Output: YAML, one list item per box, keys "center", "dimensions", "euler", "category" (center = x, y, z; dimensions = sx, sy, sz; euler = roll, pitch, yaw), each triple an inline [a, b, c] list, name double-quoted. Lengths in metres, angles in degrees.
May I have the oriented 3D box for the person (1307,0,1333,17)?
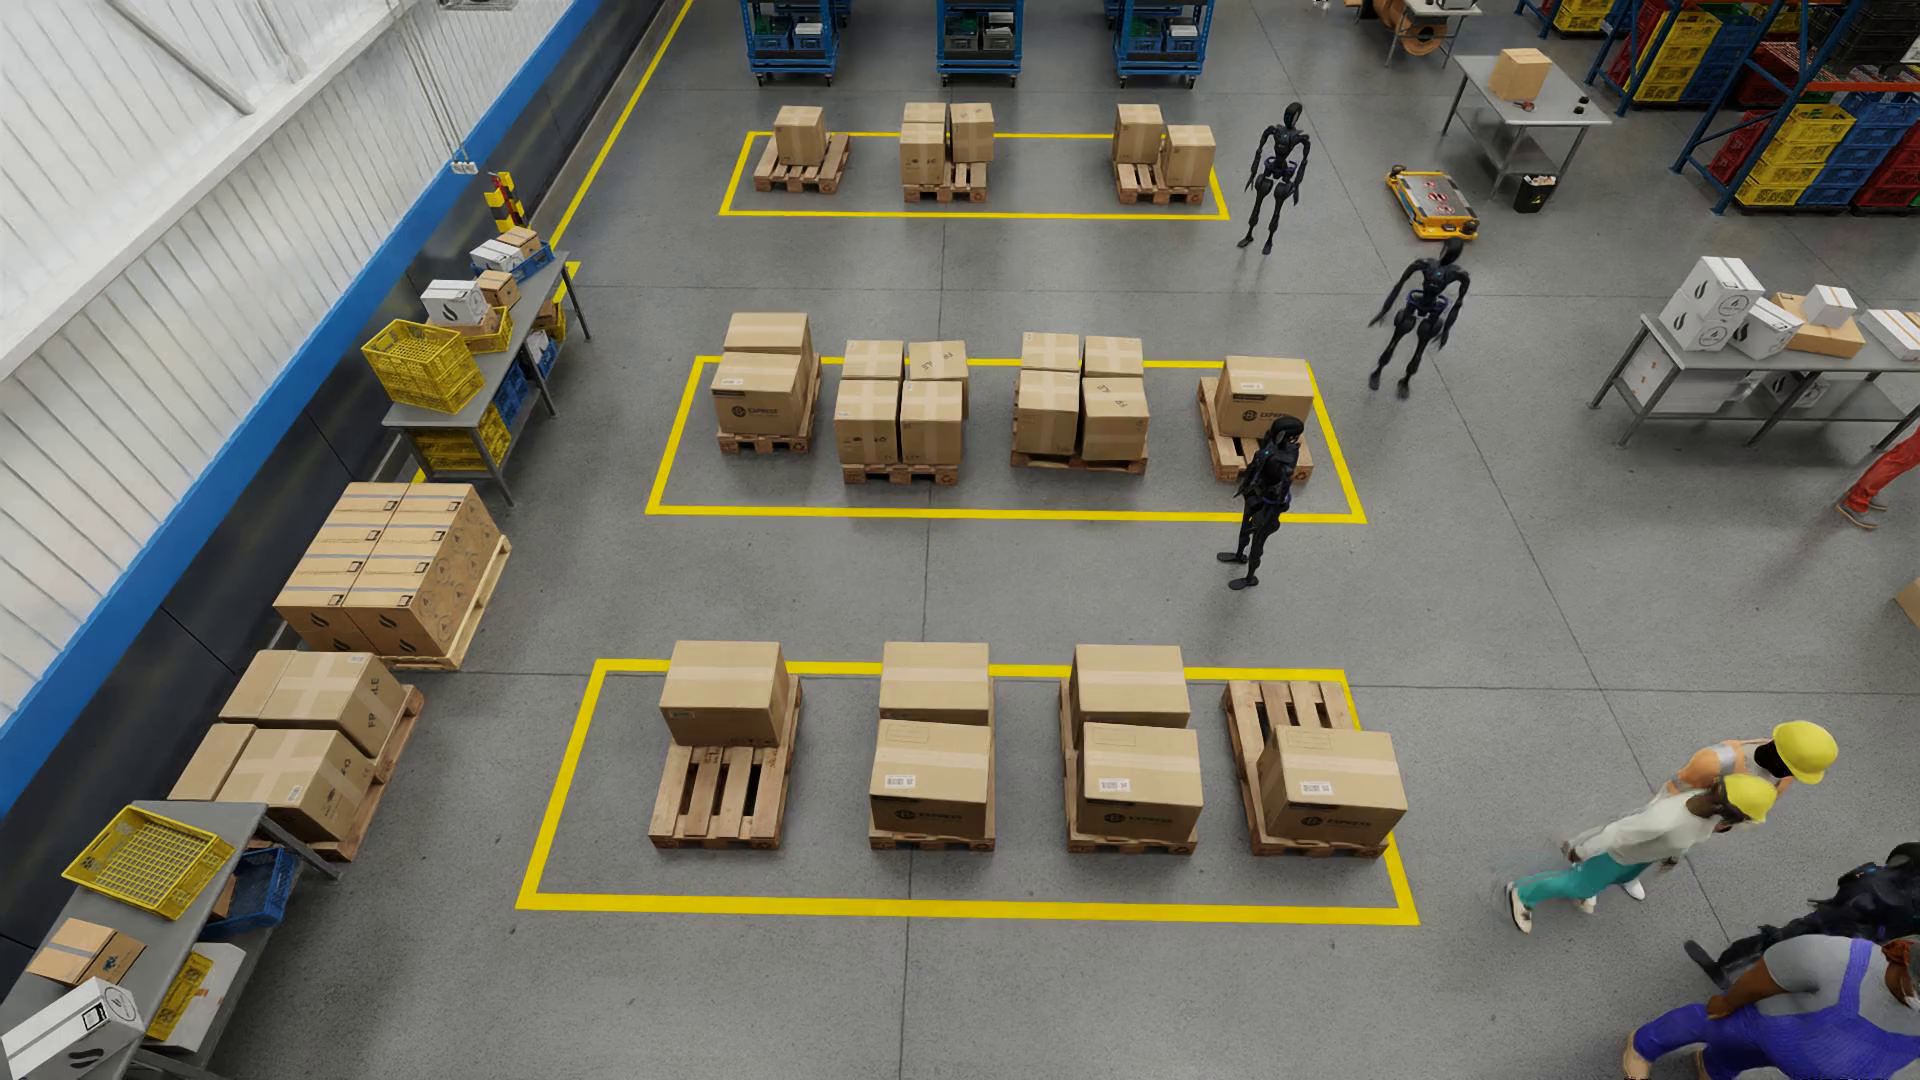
- center: [6.026, -9.301, 14.536]
  dimensions: [0.594, 1.849, 0.508]
  euler: [26, 54, 21]
  category: "person"

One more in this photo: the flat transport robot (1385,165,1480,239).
- center: [5.692, -4.094, 11.059]
  dimensions: [0.652, 0.197, 1.431]
  euler: [1, 49, 1]
  category: "flat transport robot"

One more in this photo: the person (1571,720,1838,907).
- center: [4.101, 1.532, 5.116]
  dimensions: [0.584, 1.920, 0.370]
  euler: [-4, 49, -3]
  category: "person"

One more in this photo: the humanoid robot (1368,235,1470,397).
- center: [4.134, -2.033, 8.354]
  dimensions: [0.704, 1.645, 0.381]
  euler: [23, 53, 18]
  category: "humanoid robot"

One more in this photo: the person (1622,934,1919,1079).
- center: [3.989, 2.337, 4.340]
  dimensions: [0.682, 2.000, 0.536]
  euler: [16, 51, 13]
  category: "person"

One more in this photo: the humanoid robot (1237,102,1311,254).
- center: [3.443, -3.925, 9.990]
  dimensions: [0.612, 1.657, 0.318]
  euler: [25, 54, 20]
  category: "humanoid robot"

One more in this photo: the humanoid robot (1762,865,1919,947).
- center: [5.028, 1.975, 4.889]
  dimensions: [0.573, 1.653, 0.324]
  euler: [16, 51, 14]
  category: "humanoid robot"

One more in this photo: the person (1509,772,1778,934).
- center: [3.736, 1.740, 5.072]
  dimensions: [0.614, 1.729, 0.356]
  euler: [-16, 51, -14]
  category: "person"

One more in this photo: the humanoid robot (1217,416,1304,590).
- center: [2.238, -0.274, 6.829]
  dimensions: [0.323, 1.657, 0.596]
  euler: [-5, 49, -4]
  category: "humanoid robot"

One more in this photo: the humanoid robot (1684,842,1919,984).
- center: [4.582, 2.088, 4.802]
  dimensions: [0.603, 1.642, 0.496]
  euler: [-17, 51, -14]
  category: "humanoid robot"

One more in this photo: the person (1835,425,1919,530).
- center: [7.783, -0.924, 7.192]
  dimensions: [0.608, 1.995, 0.379]
  euler: [-31, 56, -24]
  category: "person"
